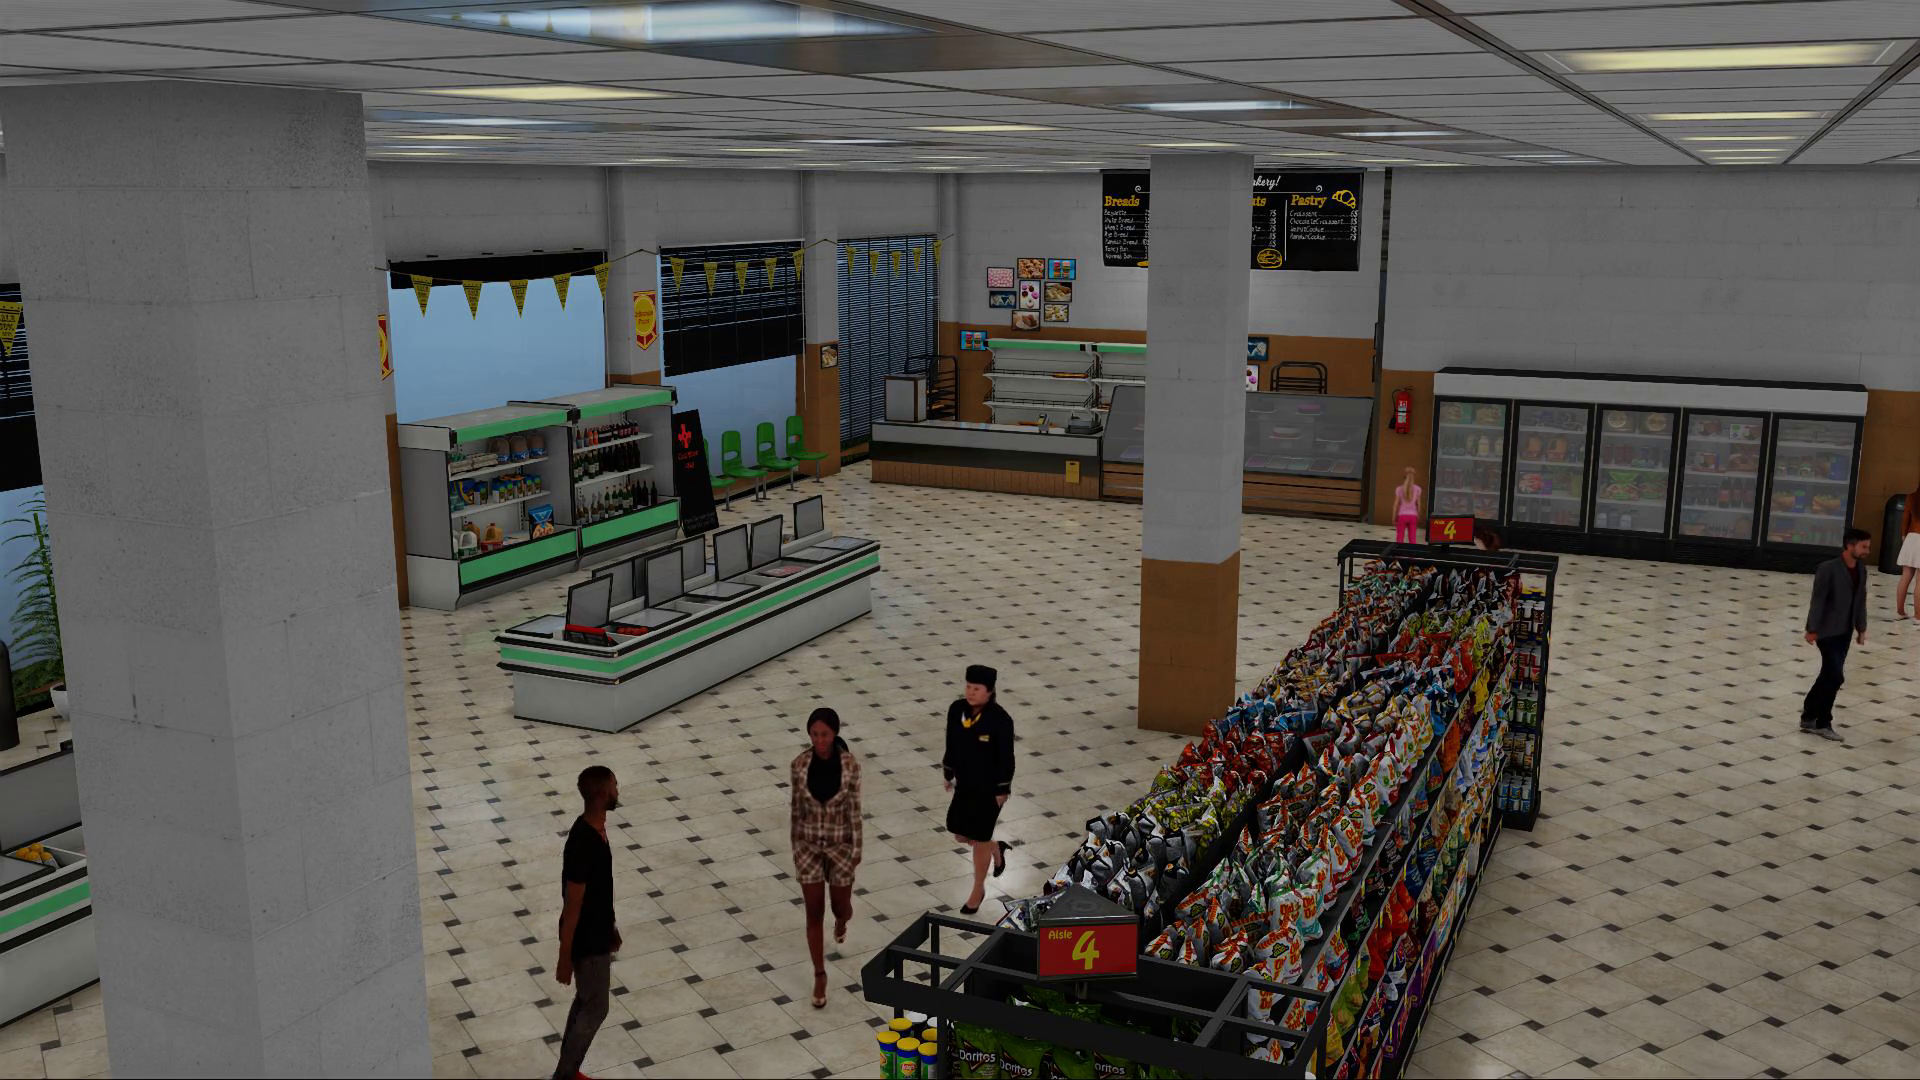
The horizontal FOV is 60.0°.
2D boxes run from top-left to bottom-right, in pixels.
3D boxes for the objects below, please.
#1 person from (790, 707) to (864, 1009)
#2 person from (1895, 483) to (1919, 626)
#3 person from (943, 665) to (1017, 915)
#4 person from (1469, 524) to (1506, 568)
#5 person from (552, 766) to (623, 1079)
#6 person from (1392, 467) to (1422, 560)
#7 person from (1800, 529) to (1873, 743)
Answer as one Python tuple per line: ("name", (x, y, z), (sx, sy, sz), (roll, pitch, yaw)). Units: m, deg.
("person", (-0.781, 1.819, 9.792), (0.783, 1.779, 0.980), (1, 12, 4))
("person", (10.548, 0.062, 18.274), (0.768, 1.721, 0.714), (-5, 13, -21))
("person", (0.168, 1.623, 11.008), (0.824, 1.661, 0.915), (10, 15, 39))
("person", (4.763, 0.739, 15.018), (0.687, 1.738, 0.753), (-5, 13, -24))
("person", (-1.981, 2.075, 8.596), (0.899, 1.769, 0.784), (1, 12, 6))
("person", (5.684, -0.303, 21.097), (0.560, 1.272, 0.596), (1, 12, 5))
("person", (7.547, 0.794, 14.503), (0.924, 1.843, 0.982), (-5, 13, -22))
